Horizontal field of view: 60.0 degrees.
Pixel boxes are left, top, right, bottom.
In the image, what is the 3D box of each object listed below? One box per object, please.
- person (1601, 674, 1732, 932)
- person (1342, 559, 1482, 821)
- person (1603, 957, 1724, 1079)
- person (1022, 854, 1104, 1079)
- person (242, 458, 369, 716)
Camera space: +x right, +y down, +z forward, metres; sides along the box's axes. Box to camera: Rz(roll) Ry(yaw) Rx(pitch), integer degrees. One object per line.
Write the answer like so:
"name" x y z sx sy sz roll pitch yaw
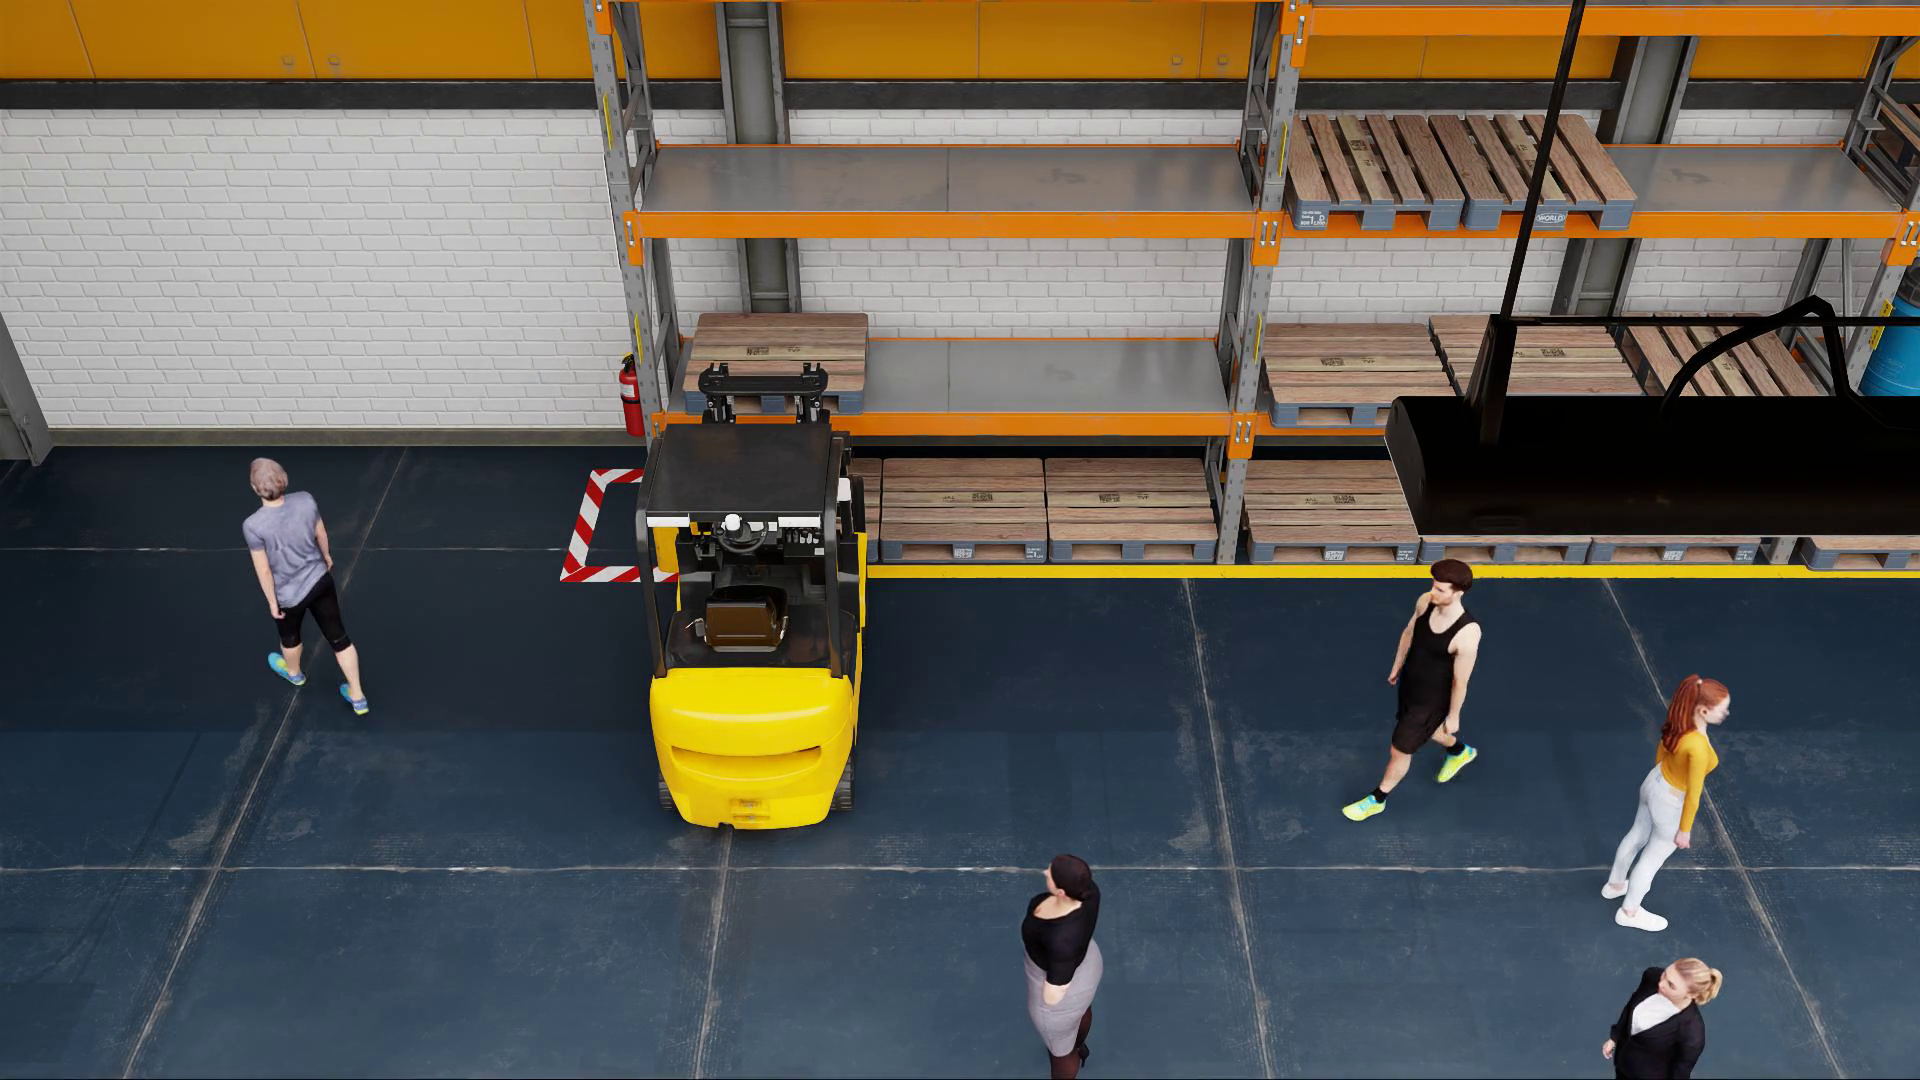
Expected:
"person" 3.844 1.424 9.053 0.502 1.748 0.578 0 39 0
"person" 2.781 0.856 9.674 1.258 1.861 0.967 -13 40 -16
"person" 3.267 2.478 7.783 1.005 1.687 0.651 -4 39 -5
"person" 0.523 2.148 8.137 0.733 1.760 0.744 12 40 15
"person" -4.025 0.351 10.316 1.170 1.849 1.094 30 47 32
